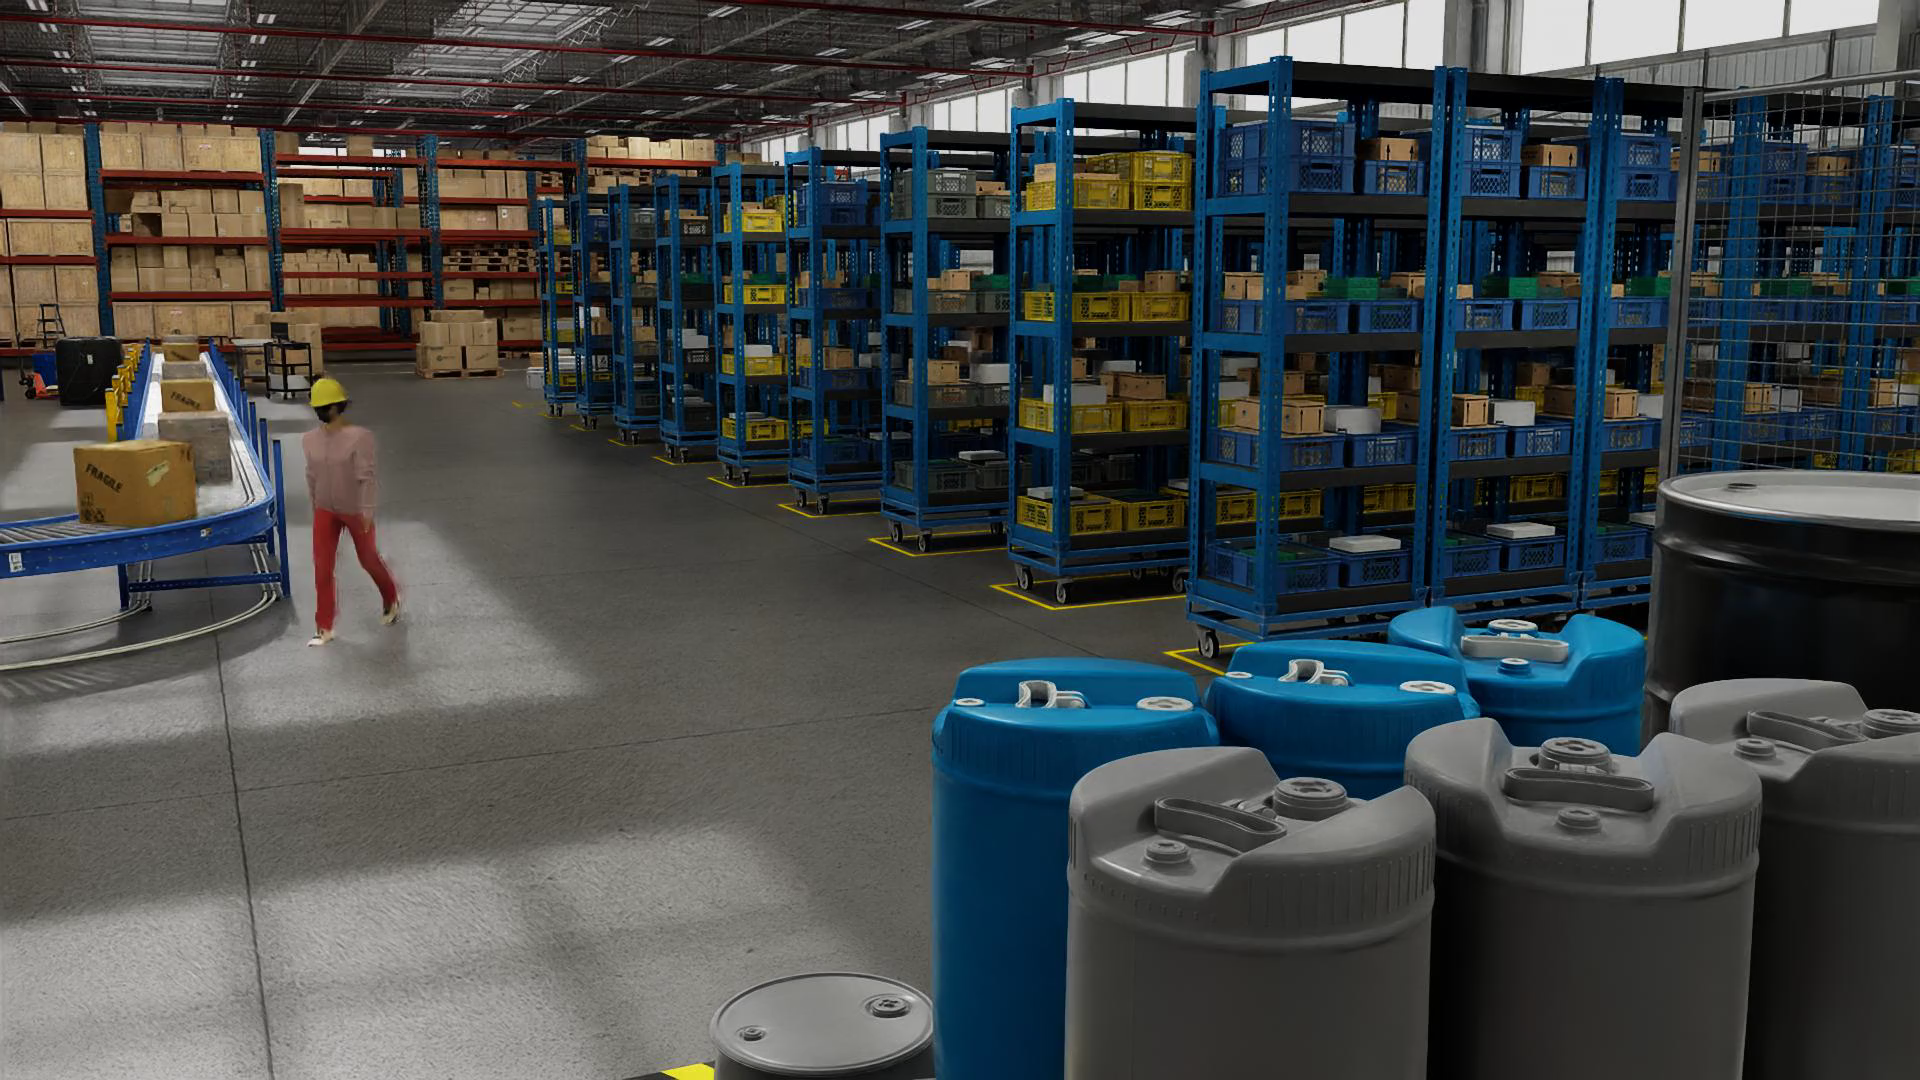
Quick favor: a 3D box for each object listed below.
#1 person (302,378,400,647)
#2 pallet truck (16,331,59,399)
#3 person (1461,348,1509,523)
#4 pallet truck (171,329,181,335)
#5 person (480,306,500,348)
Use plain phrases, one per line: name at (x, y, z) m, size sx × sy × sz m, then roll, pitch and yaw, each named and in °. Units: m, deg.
person at (-4.035, -0.215, 10.986) m, size 0.529 × 1.738 × 0.824 m, roll 1°, pitch 9°, yaw 7°
pallet truck at (-17.082, -3.353, 31.781) m, size 1.630 × 1.274 × 0.653 m, roll -4°, pitch 10°, yaw -25°
person at (4.823, -1.030, 15.443) m, size 1.094 × 1.918 × 0.614 m, roll -6°, pitch 11°, yaw -34°
pallet truck at (-17.275, -3.851, 35.096) m, size 1.601 × 1.201 × 0.680 m, roll 0°, pitch 9°, yaw 1°
person at (-14.210, -6.683, 50.287) m, size 0.611 × 1.996 × 0.375 m, roll -5°, pitch 10°, yaw -29°
